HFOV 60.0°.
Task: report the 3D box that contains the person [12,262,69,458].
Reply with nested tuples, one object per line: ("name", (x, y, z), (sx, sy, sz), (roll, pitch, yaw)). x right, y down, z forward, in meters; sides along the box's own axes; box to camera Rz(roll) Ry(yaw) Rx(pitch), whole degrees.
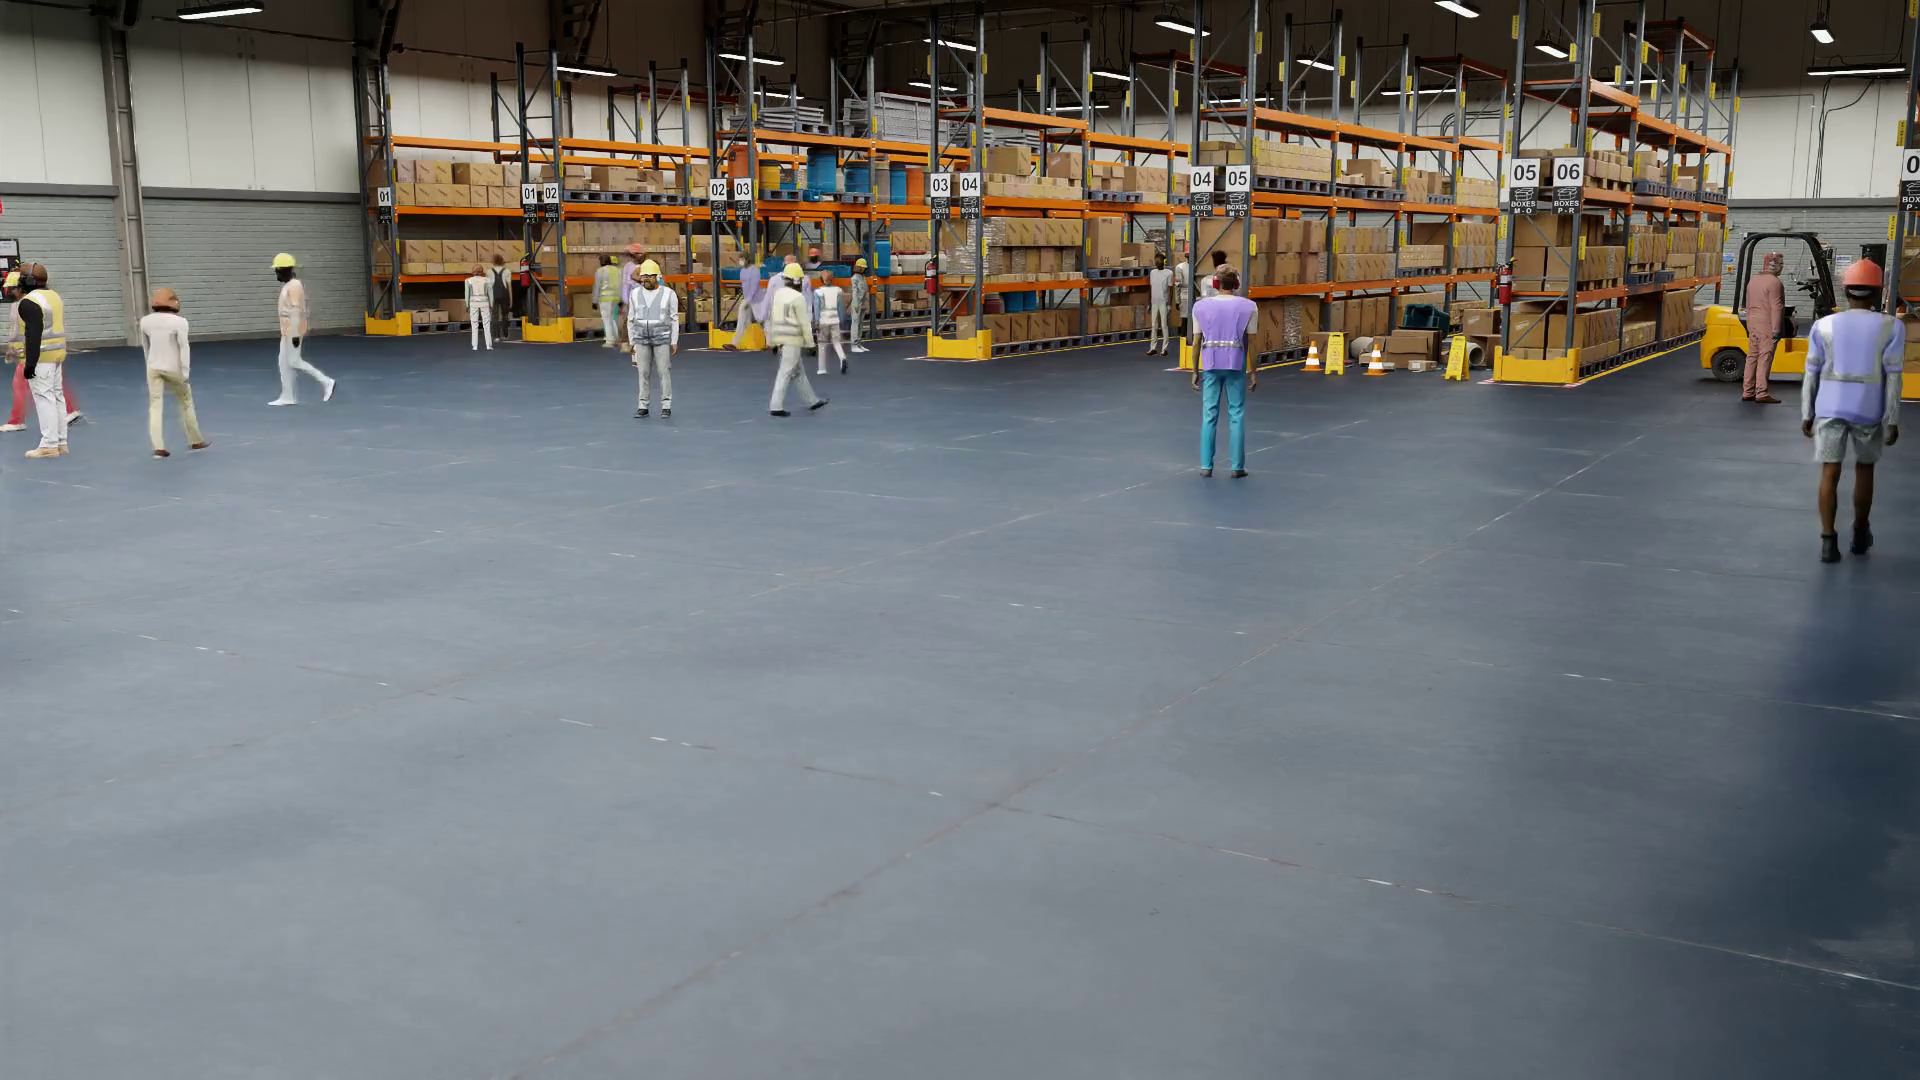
("person", (-8.735, -1.706, 15.799), (0.429, 1.846, 0.625), (-2, 10, -9))

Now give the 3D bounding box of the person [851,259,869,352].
("person", (-1.860, -4.377, 31.060), (0.311, 1.737, 0.483), (3, 11, 18))

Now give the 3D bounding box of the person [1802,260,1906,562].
("person", (5.754, -0.834, 10.725), (0.573, 1.908, 0.829), (6, 12, 32))

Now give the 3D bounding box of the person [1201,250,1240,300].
("person", (3.821, -3.273, 24.336), (0.604, 1.941, 0.904), (-1, 10, -3))

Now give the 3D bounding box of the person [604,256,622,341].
("person", (-7.189, -4.988, 34.428), (0.518, 1.756, 0.344), (7, 12, 34))

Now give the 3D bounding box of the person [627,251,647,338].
("person", (-6.715, -5.112, 34.843), (0.587, 1.858, 0.741), (6, 12, 29))

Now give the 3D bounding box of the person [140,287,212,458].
("person", (-7.533, -1.607, 15.904), (0.518, 1.598, 0.786), (1, 10, 4))

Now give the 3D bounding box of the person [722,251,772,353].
("person", (-3.889, -4.402, 30.827), (1.111, 1.868, 0.619), (-9, 13, -40))

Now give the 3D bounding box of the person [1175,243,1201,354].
("person", (4.218, -4.398, 30.349), (0.605, 2.037, 0.404), (2, 10, 13))

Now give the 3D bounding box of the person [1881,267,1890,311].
("person", (17.254, -4.550, 31.535), (0.581, 1.919, 0.390), (6, 12, 28))

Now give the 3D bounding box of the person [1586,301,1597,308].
("person", (15.362, -6.094, 40.380), (0.560, 1.845, 0.555), (-10, 14, -43))

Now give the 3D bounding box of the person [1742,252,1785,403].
("person", (10.279, -2.698, 21.187), (0.402, 1.904, 0.651), (-1, 10, -4))

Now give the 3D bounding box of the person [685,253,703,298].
("person", (-6.744, -6.398, 42.298), (0.532, 1.767, 0.328), (6, 12, 31))

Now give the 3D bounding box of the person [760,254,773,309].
("person", (-3.989, -5.092, 34.877), (0.641, 1.792, 0.943), (5, 11, 27))

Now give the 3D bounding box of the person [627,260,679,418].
("person", (-3.563, -2.322, 19.279), (0.602, 1.830, 0.404), (1, 10, 5))

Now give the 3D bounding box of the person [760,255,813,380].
("person", (-2.591, -3.314, 24.803), (0.741, 1.844, 1.019), (-3, 11, -18))

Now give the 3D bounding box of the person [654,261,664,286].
("person", (-6.230, -4.838, 33.789), (0.534, 1.674, 0.759), (8, 13, 38))

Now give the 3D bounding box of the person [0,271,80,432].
("person", (-10.094, -2.057, 18.104), (0.901, 1.726, 0.521), (-10, 14, -44))

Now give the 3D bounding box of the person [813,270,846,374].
("person", (-2.001, -3.338, 25.543), (0.525, 1.621, 0.611), (-6, 12, -30))

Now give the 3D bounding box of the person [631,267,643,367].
("person", (-5.262, -3.664, 27.351), (0.278, 1.631, 0.507), (-4, 11, -23))

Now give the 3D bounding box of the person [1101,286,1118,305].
("person", (4.261, -7.230, 46.595), (0.692, 1.905, 0.710), (-2, 10, -10))

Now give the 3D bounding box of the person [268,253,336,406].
("person", (-8.281, -2.625, 20.778), (0.731, 1.903, 0.595), (-6, 12, -31))

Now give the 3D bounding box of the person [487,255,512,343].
("person", (-9.449, -4.954, 34.178), (0.530, 1.789, 0.986), (-2, 10, -9))

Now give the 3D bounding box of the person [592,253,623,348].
("person", (-6.833, -4.636, 32.267), (0.443, 1.826, 0.645), (6, 12, 31))

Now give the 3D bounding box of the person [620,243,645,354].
("person", (-5.906, -4.416, 30.496), (0.782, 2.010, 0.633), (-4, 11, -19))

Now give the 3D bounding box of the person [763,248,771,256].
("person", (-5.370, -7.231, 46.630), (0.342, 1.882, 0.587), (-5, 11, -25))

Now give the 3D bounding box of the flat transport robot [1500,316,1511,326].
("flat transport robot", (13.517, -5.358, 40.658), (0.652, 0.197, 1.431), (-1, 10, -8))

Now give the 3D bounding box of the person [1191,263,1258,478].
("person", (2.276, -1.449, 14.350), (0.580, 1.846, 0.377), (2, 10, 13))

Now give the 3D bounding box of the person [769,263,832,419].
("person", (-1.875, -2.315, 19.359), (0.910, 1.783, 0.623), (-7, 12, -34))

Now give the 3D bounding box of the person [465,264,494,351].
("person", (-9.080, -4.394, 31.429), (0.525, 1.637, 0.307), (-3, 10, -14))

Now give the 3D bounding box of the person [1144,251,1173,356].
("person", (3.589, -4.243, 29.924), (0.515, 1.876, 0.329), (8, 13, 38))

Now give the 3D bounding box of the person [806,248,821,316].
("person", (-3.395, -5.917, 39.202), (0.539, 1.917, 0.539), (5, 11, 25))
